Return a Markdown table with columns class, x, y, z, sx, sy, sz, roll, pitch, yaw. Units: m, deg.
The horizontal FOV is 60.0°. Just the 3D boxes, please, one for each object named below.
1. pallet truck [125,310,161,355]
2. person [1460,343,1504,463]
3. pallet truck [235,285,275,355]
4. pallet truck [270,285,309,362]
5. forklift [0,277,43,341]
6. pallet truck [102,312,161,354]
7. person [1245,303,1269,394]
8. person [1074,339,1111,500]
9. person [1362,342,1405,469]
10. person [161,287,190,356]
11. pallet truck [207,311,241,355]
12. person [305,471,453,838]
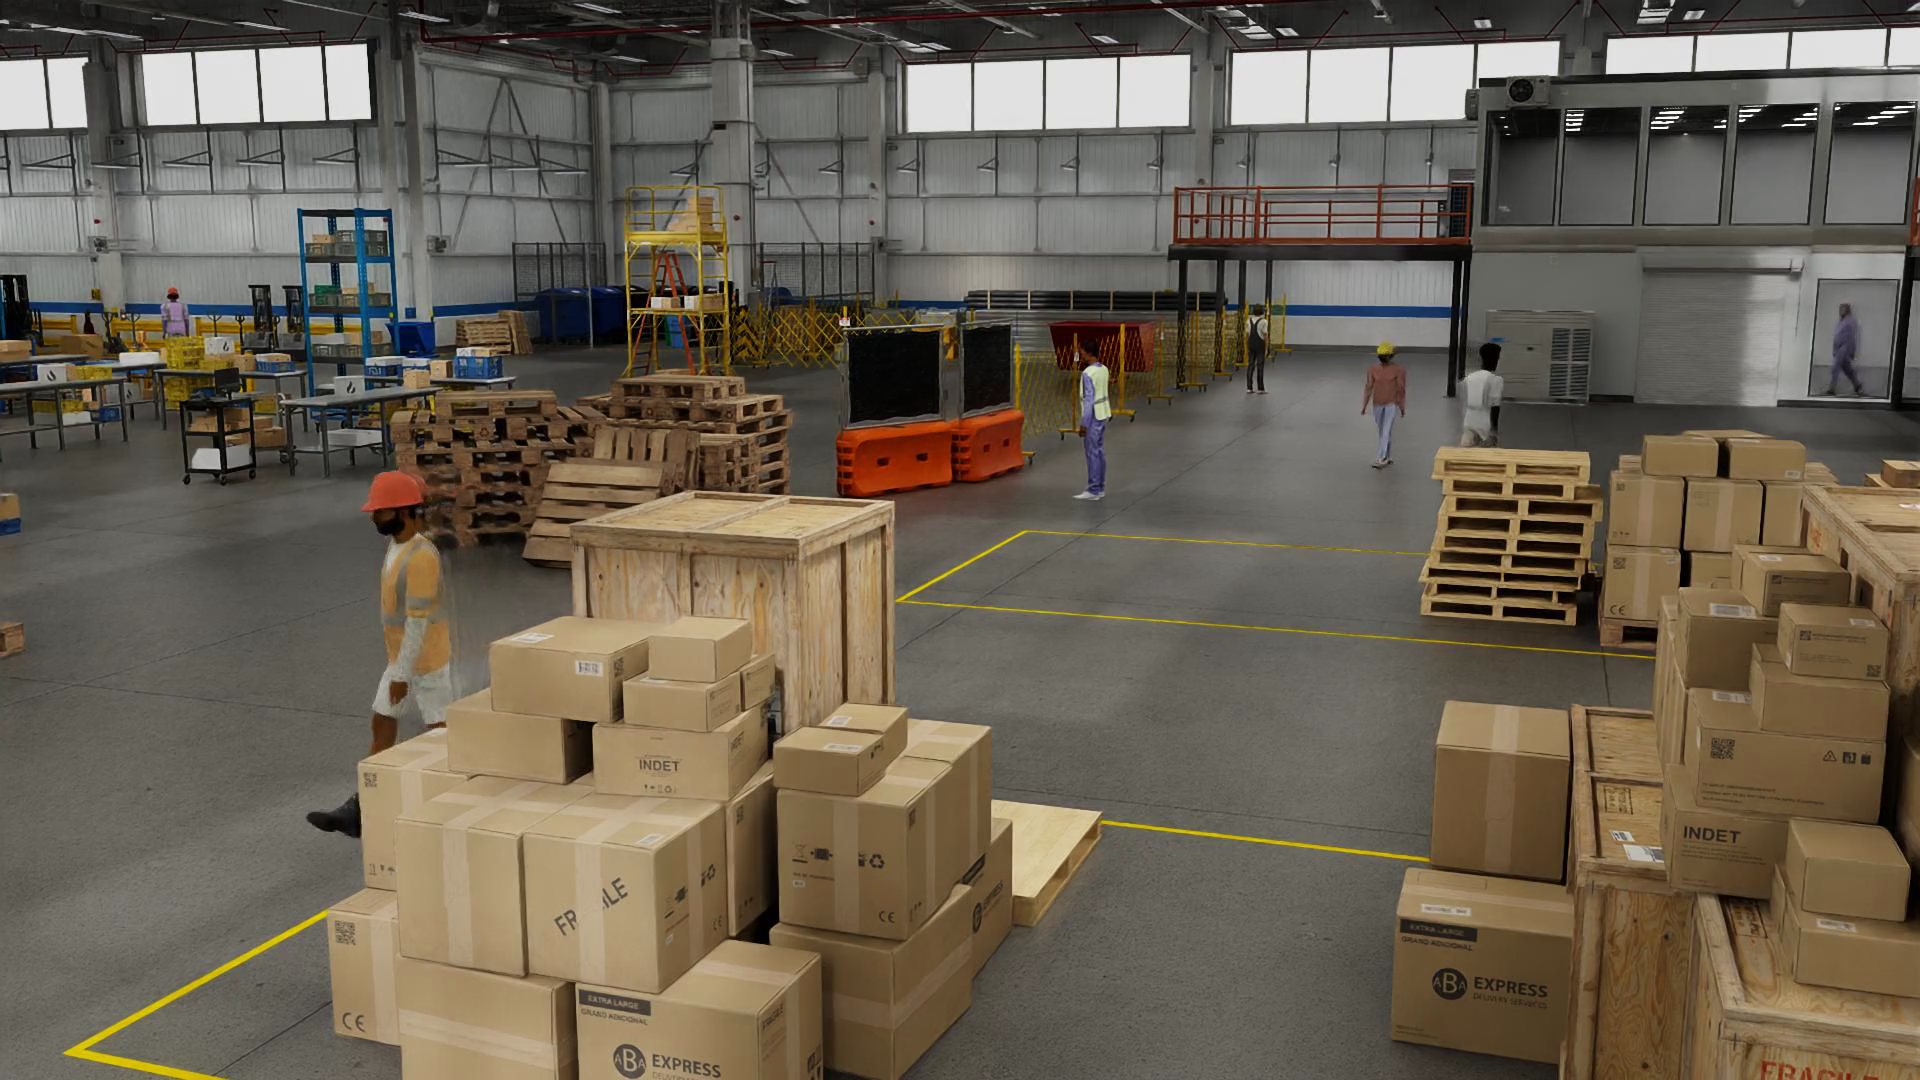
| class | x | y | z | sx | sy | sz | roll | pitch | yaw |
| --- | --- | --- | --- | --- | --- | --- | --- | --- | --- |
| pallet truck | -22.038 | -5.665 | 45.457 | 0.704 | 1.261 | 1.522 | 3 | 11 | 17 |
| person | 6.067 | -1.328 | 19.284 | 0.998 | 1.913 | 0.623 | -5 | 11 | -27 |
| pallet truck | -18.327 | -5.835 | 44.421 | 0.823 | 1.965 | 1.885 | 4 | 11 | 23 |
| pallet truck | -17.147 | -5.700 | 43.663 | 0.823 | 1.965 | 1.885 | 3 | 11 | 17 |
| forklift | -27.151 | -6.329 | 46.328 | 1.157 | 1.987 | 2.680 | 3 | 11 | 17 |
| pallet truck | -23.057 | -5.777 | 46.261 | 0.680 | 1.201 | 1.601 | 3 | 11 | 19 |
| person | 6.062 | -3.888 | 33.884 | 0.514 | 1.846 | 0.338 | 8 | 13 | 38 |
| person | 1.594 | -1.437 | 19.875 | 0.391 | 1.921 | 0.593 | 4 | 11 | 23 |
| person | 5.789 | -1.840 | 22.723 | 0.549 | 1.715 | 0.923 | 8 | 13 | 36 |
| person | -18.438 | -4.913 | 39.100 | 0.614 | 2.043 | 0.373 | -8 | 13 | -39 |
| pallet truck | -19.537 | -5.575 | 44.913 | 0.653 | 1.274 | 1.630 | 3 | 11 | 19 |
| person | -2.889 | 0.606 | 8.421 | 0.925 | 1.895 | 0.550 | -7 | 12 | -35 |
